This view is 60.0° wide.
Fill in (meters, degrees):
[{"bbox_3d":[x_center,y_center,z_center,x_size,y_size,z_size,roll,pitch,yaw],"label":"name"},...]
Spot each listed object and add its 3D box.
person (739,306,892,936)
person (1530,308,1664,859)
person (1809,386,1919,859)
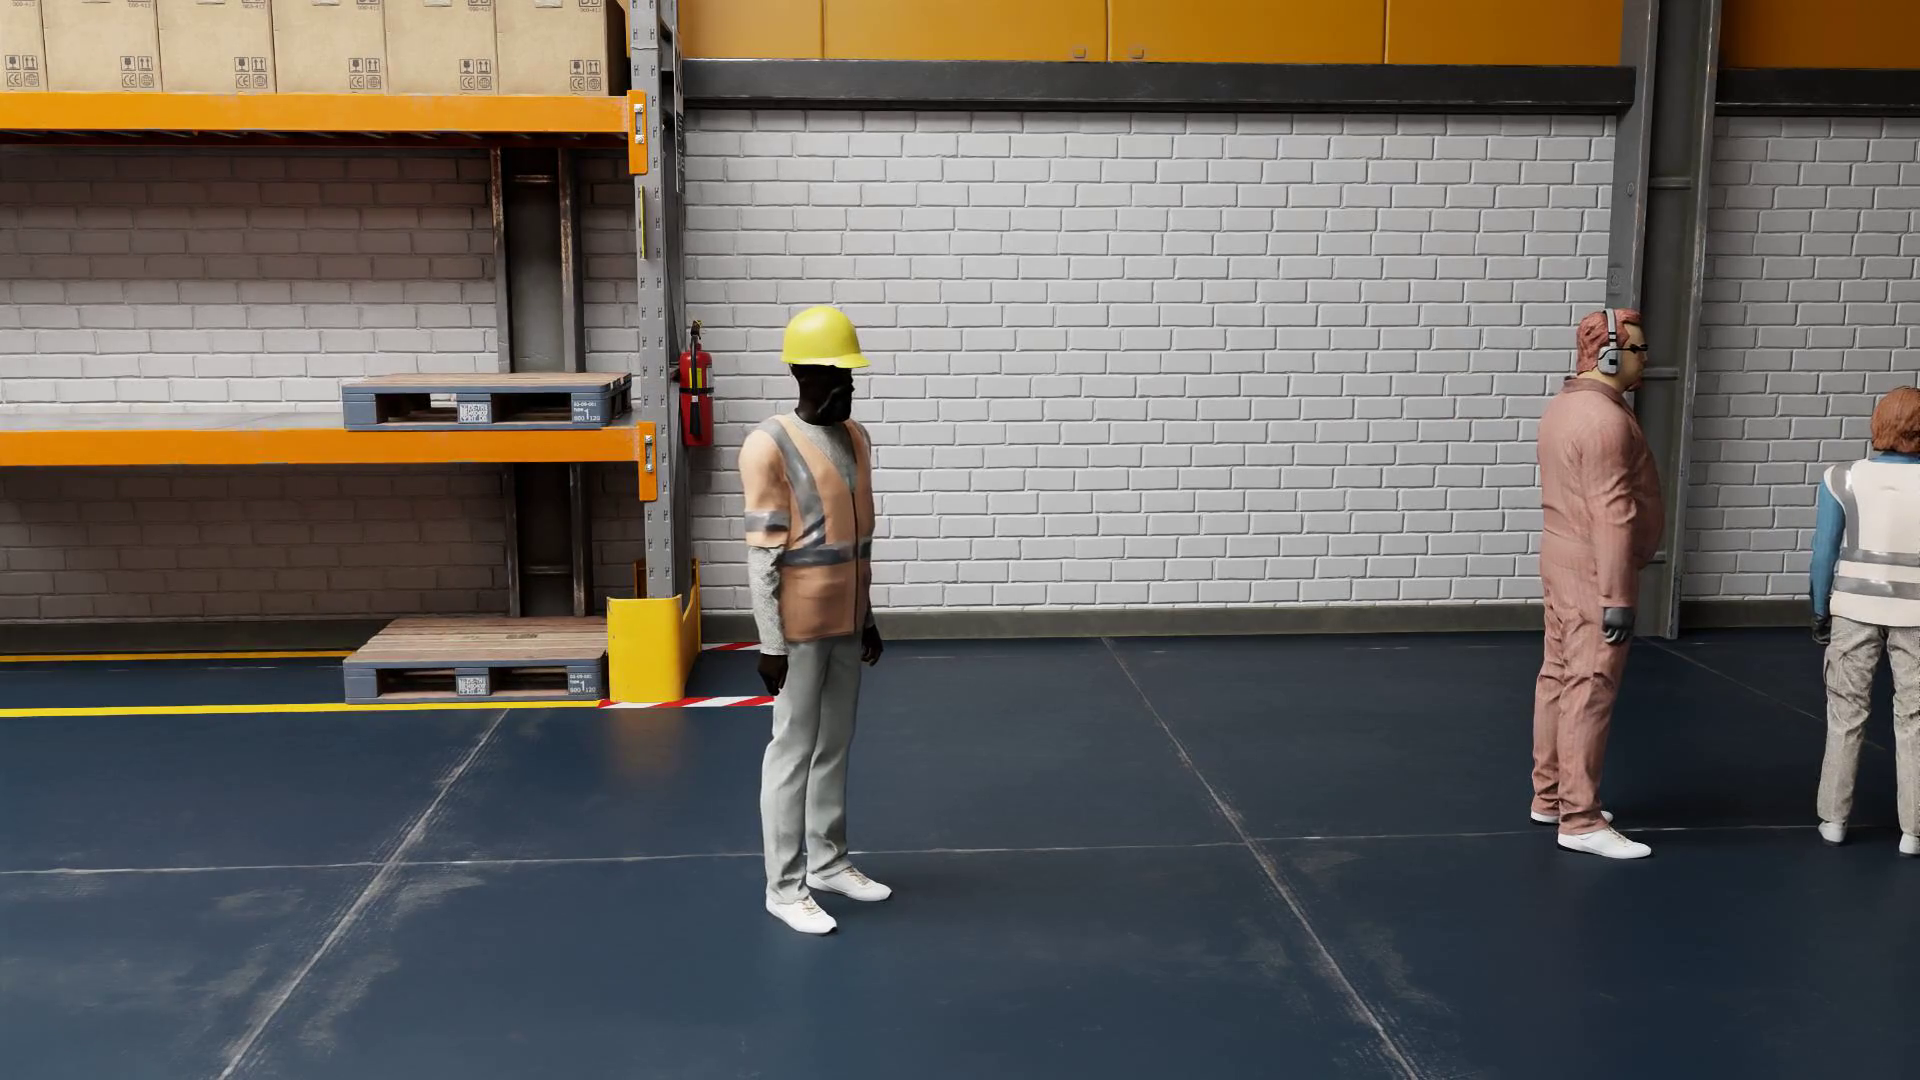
[{"bbox_3d":[-0.431,0.242,5.194,0.367,1.926,0.594,5,10,29],"label":"person"},{"bbox_3d":[2.250,0.145,5.870,0.410,1.909,0.642,1,9,3],"label":"person"},{"bbox_3d":[3.240,0.286,5.812,0.514,1.641,0.315,7,11,37],"label":"person"}]
